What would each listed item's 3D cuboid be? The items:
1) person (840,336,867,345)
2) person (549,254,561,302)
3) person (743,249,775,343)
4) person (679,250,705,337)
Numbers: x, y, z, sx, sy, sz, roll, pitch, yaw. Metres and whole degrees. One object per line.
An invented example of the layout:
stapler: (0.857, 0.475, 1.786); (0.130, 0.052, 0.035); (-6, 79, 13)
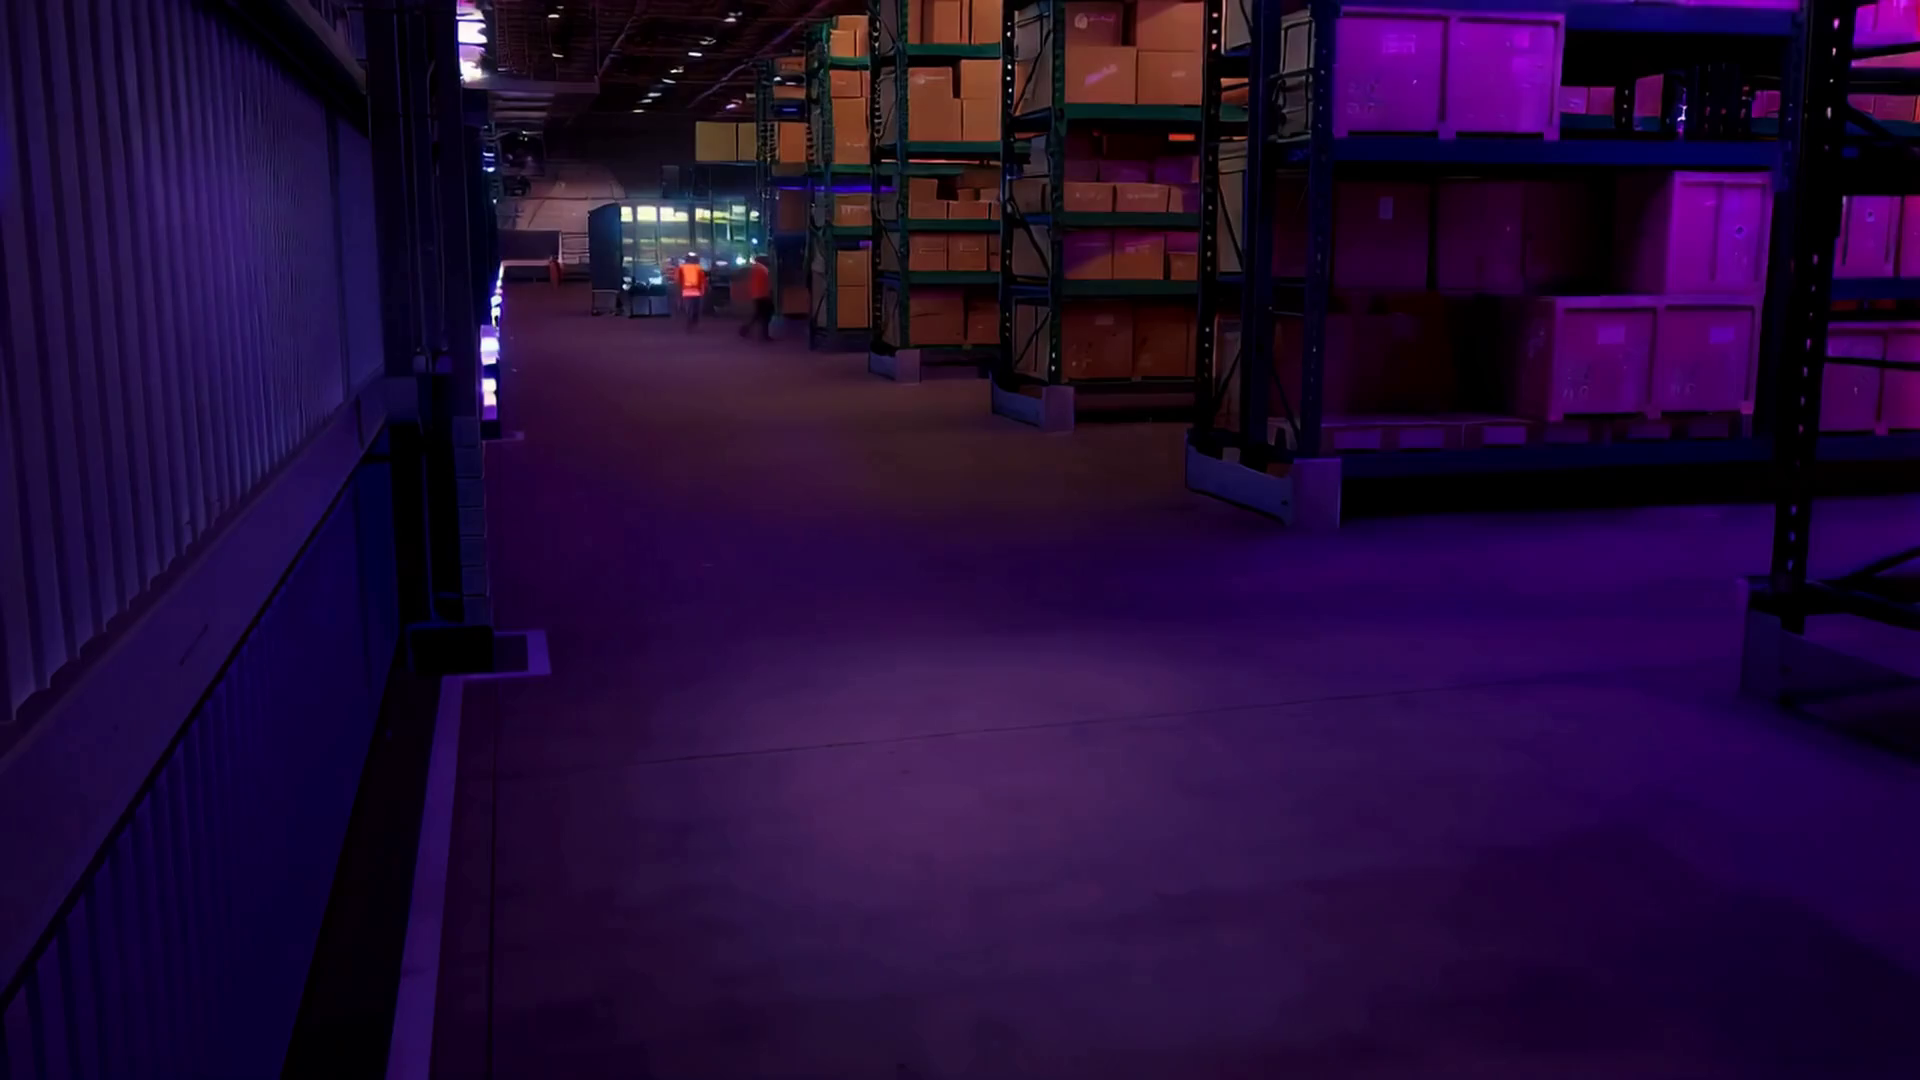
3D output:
person: (-2.205, -4.917, 33.922); (0.589, 1.924, 0.649); (-3, 10, -17)
person: (-14.804, -9.559, 60.722); (0.344, 1.741, 0.561); (5, 11, 27)
person: (-4.198, -5.125, 34.989); (0.583, 1.960, 0.636); (-6, 12, -32)
person: (-6.030, -5.567, 37.592); (0.633, 1.918, 0.793); (1, 10, 3)
